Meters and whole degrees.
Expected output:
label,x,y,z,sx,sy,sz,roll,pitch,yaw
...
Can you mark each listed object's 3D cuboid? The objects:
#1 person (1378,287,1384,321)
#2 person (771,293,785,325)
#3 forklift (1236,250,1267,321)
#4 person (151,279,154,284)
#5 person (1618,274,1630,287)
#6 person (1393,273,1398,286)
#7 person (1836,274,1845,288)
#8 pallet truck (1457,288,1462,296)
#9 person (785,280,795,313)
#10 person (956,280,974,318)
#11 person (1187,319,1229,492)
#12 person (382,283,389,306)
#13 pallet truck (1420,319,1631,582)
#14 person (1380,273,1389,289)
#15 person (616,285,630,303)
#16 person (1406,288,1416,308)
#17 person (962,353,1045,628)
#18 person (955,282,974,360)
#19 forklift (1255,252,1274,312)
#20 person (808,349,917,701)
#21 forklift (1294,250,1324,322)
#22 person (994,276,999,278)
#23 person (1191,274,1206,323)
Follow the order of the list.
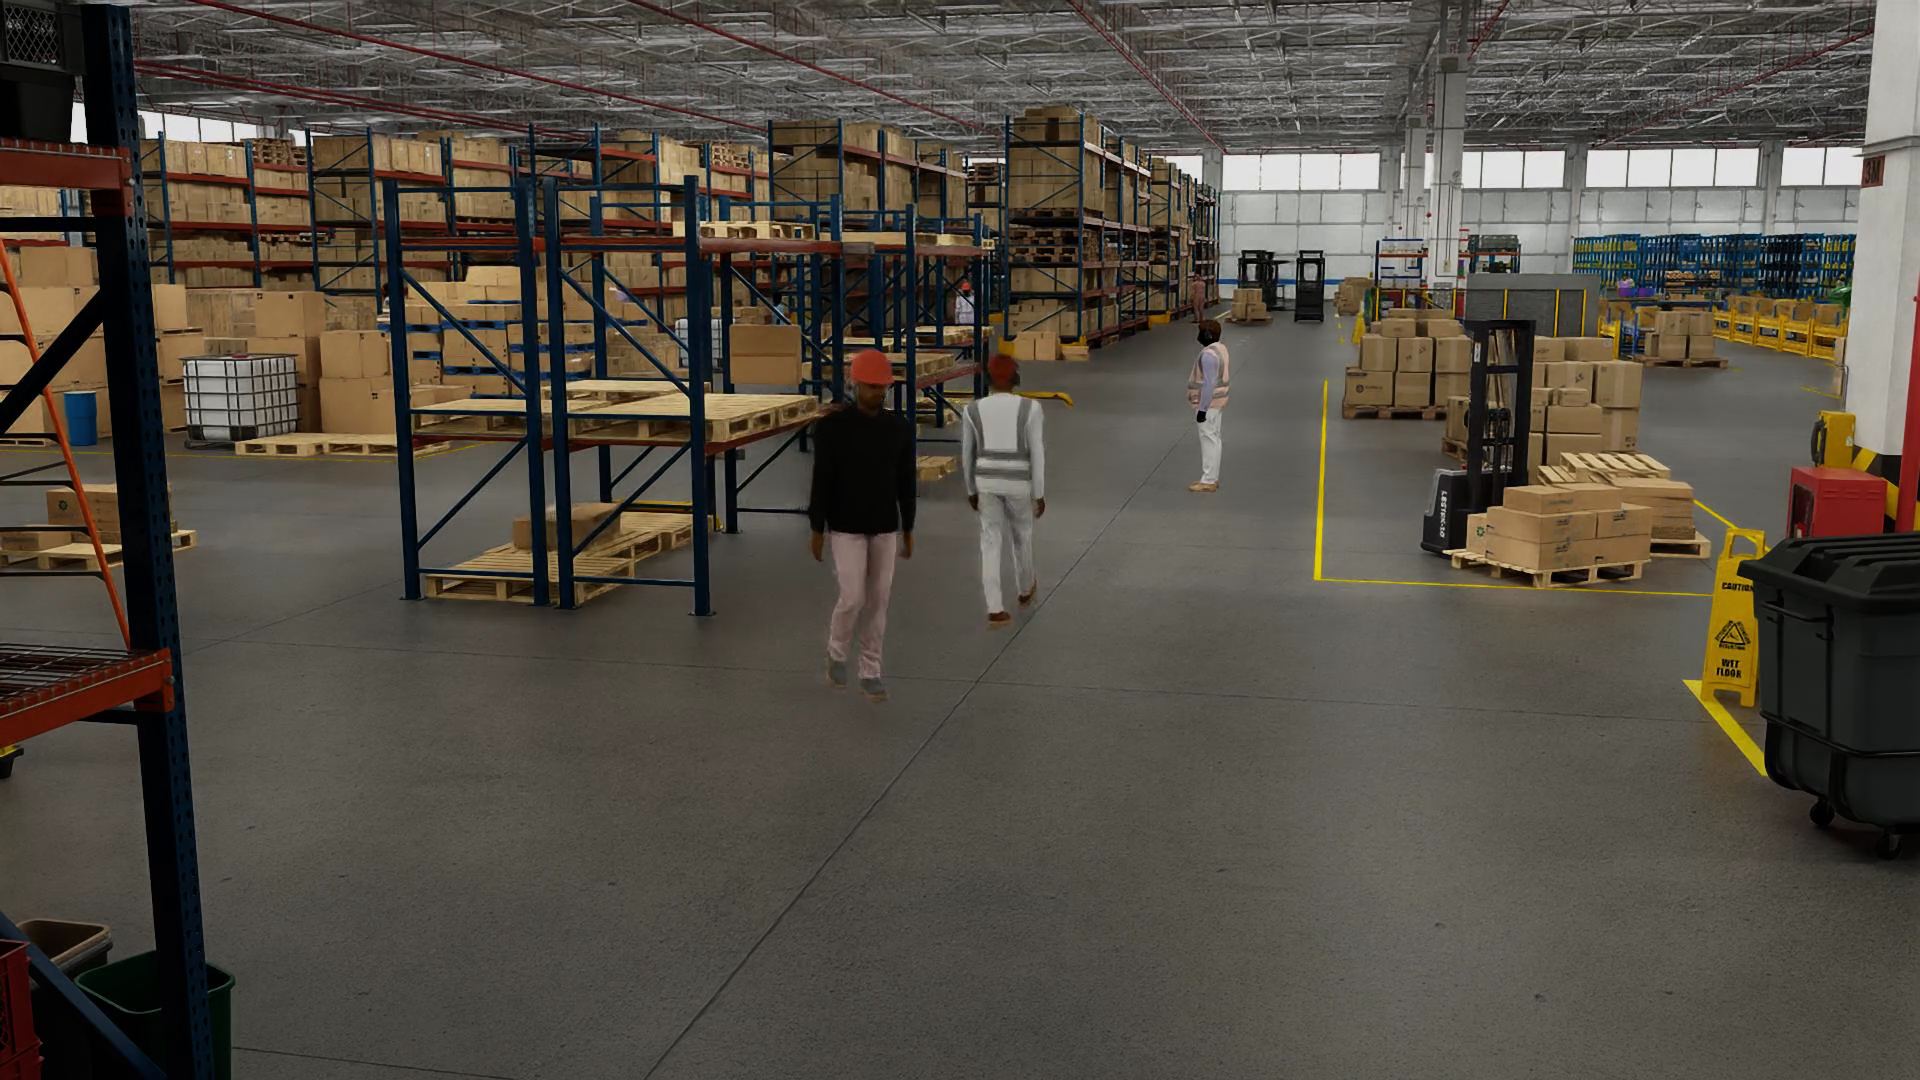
label,x,y,z,sx,sy,sz,roll,pitch,yaw
person,12.148,-6.502,48.308,0.411,1.670,0.558,4,11,24
person,-4.245,-4.921,38.841,0.316,1.697,0.540,0,10,2
forklift,11.351,-9.837,64.455,1.129,2.768,1.873,2,10,12
person,-22.136,-6.198,45.609,0.851,1.954,0.699,-9,13,-43
person,28.844,-10.645,72.326,0.564,1.837,0.395,-1,10,-7
person,23.072,-13.278,88.228,0.485,1.734,0.346,-7,12,-36
person,39.362,-10.981,74.359,0.403,1.823,0.586,8,13,40
pallet truck,20.506,-9.785,68.819,0.653,1.274,1.630,2,10,12
person,-7.250,-10.401,71.175,0.527,1.742,0.779,1,10,8
person,0.220,-6.609,48.296,0.675,1.881,0.703,3,10,18
person,2.640,-1.430,17.746,0.429,1.844,0.626,3,10,18
person,-13.239,-5.012,38.737,0.372,1.914,0.597,-2,10,-9
pallet truck,4.543,-0.757,13.299,0.823,1.965,1.885,-4,10,-22
person,17.238,-9.975,68.107,0.858,1.913,0.627,6,11,31
person,-9.052,-5.916,44.151,0.643,1.907,0.539,-1,10,-5
person,17.459,-9.216,64.315,0.477,1.678,0.542,-7,12,-37
person,0.315,-0.358,11.421,0.594,1.827,1.016,2,10,11
person,0.163,-5.361,40.814,0.585,1.907,0.770,0,10,-3
forklift,14.295,-12.188,78.379,1.129,2.768,1.873,-6,12,-34
person,-0.523,-0.075,9.277,0.630,1.981,0.435,-5,11,-28
forklift,13.778,-10.002,65.433,1.129,2.768,1.873,2,10,12
person,2.131,-14.025,92.469,0.627,1.784,0.905,0,10,2
person,9.227,-9.366,64.565,0.639,1.904,0.410,-6,11,-33
